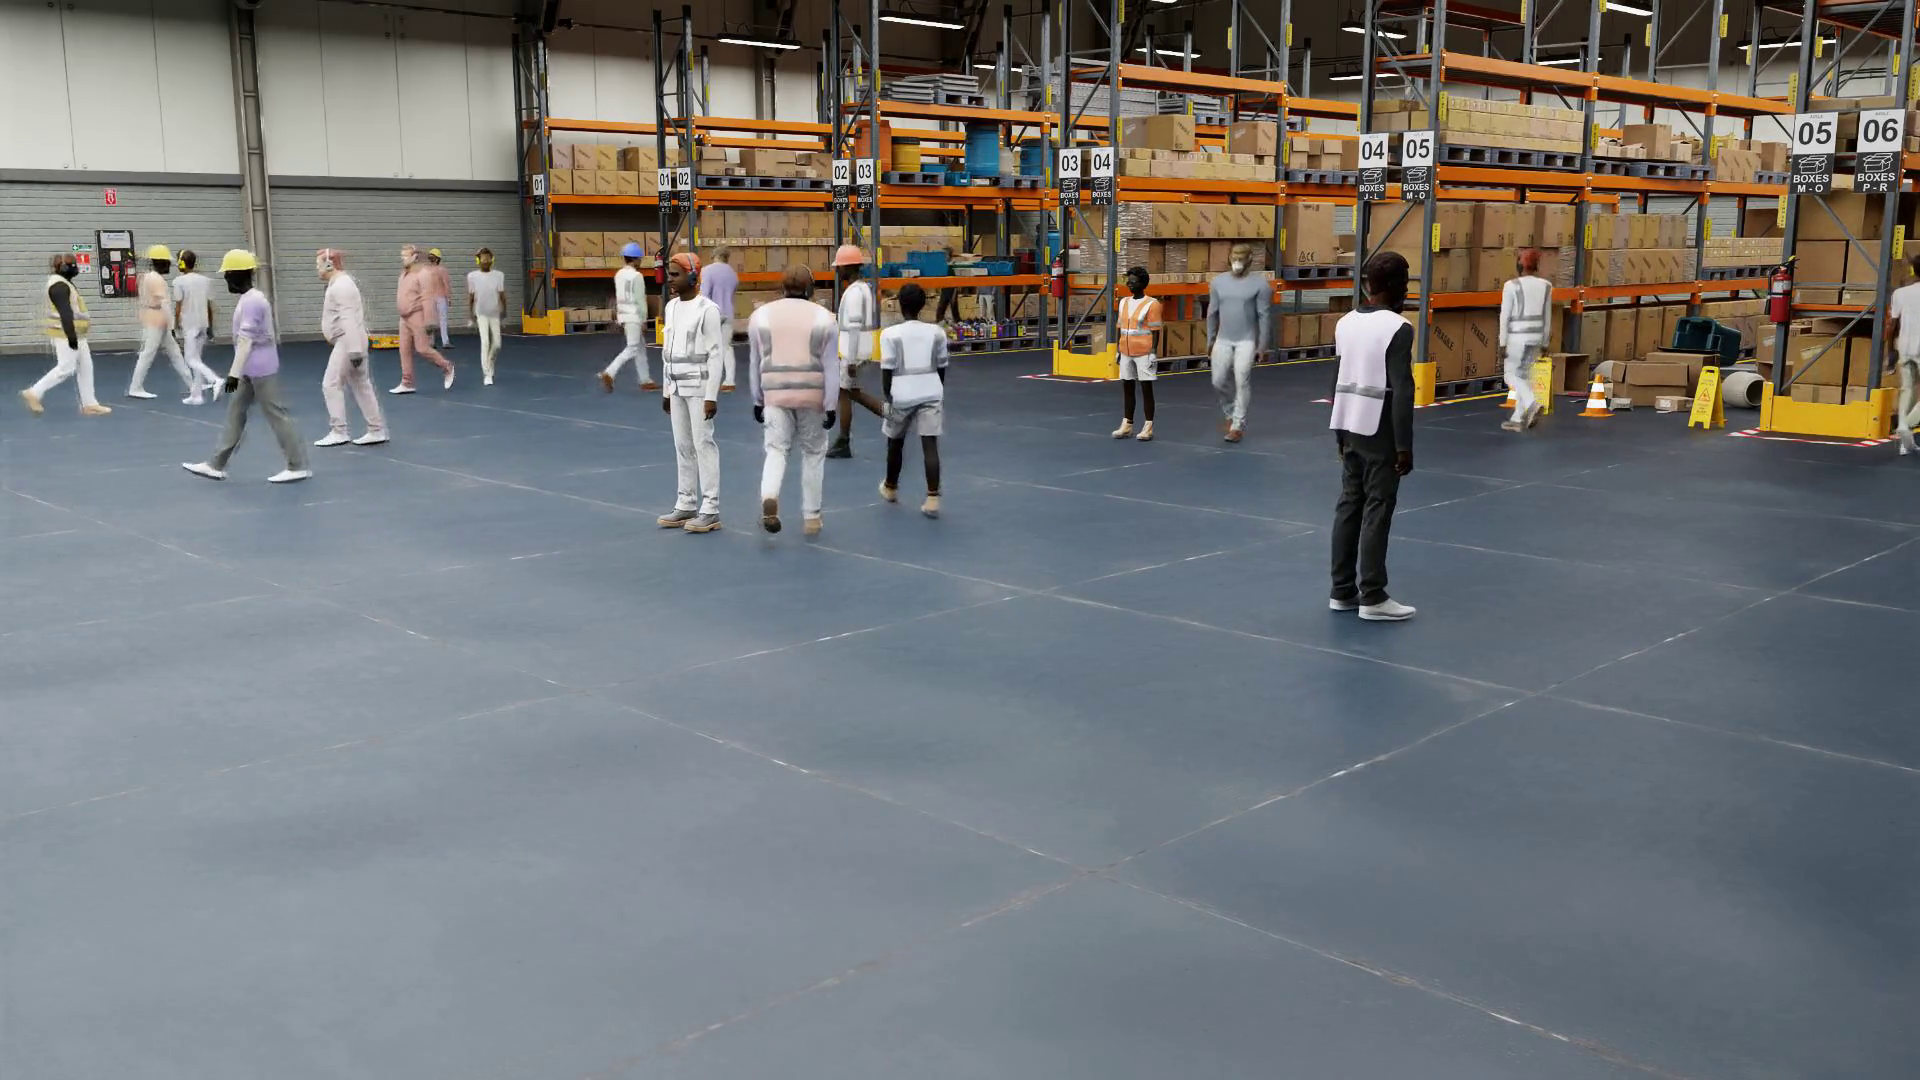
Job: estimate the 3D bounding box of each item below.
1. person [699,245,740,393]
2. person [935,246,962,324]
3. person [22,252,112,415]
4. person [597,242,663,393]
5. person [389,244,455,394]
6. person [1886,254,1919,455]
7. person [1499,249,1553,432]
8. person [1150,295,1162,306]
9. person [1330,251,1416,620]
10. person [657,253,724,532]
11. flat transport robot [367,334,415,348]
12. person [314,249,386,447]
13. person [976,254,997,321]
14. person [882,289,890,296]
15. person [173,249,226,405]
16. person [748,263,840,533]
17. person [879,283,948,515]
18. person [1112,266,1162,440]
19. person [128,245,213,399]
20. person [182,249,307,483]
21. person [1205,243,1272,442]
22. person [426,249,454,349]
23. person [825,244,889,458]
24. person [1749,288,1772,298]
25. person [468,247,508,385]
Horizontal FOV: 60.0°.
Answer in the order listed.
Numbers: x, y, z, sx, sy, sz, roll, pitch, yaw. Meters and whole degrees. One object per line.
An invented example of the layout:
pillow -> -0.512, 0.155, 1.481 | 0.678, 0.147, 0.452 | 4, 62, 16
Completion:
person -> -3.138, -2.850, 21.423 | 0.696, 1.876, 0.844 | -9, 13, -39
person -> -0.276, -4.438, 30.280 | 0.537, 1.797, 0.932 | 9, 14, 41
person -> -10.000, -2.285, 18.506 | 0.770, 1.817, 0.626 | -3, 11, -17
person -> -4.211, -2.807, 21.090 | 0.872, 1.917, 0.619 | -7, 13, -35
person -> -6.910, -2.820, 21.219 | 0.662, 1.885, 0.785 | 9, 14, 40
person -> 8.713, -1.691, 15.141 | 0.507, 1.860, 0.538 | -8, 13, -36
person -> 5.785, -2.022, 16.928 | 0.586, 1.869, 0.674 | -3, 11, -17
person -> 3.246, -4.315, 29.074 | 0.684, 2.000, 0.914 | 6, 12, 28
person -> 2.166, -0.550, 8.766 | 0.372, 1.914, 0.597 | -4, 11, -22
person -> -1.846, -1.008, 11.352 | 0.350, 1.882, 0.583 | -10, 15, -44
flat transport robot -> -10.478, -3.596, 29.983 | 0.652, 0.197, 1.431 | -10, 14, -44
person -> -5.887, -1.821, 15.818 | 0.764, 1.868, 0.660 | -3, 11, -16
person -> 0.511, -4.808, 32.754 | 0.278, 1.633, 0.507 | -10, 15, -44
person -> -1.718, -5.731, 37.357 | 0.909, 1.801, 0.580 | -7, 13, -34
person -> -9.024, -2.519, 19.713 | 0.713, 1.848, 0.517 | 5, 11, 24
person -> -1.108, -0.921, 11.070 | 0.627, 1.821, 0.689 | 1, 10, 4
person -> -0.354, -1.033, 12.109 | 0.545, 1.644, 0.890 | -4, 11, -19
person -> 1.744, -1.842, 16.411 | 0.316, 1.696, 0.540 | -10, 15, -44
person -> -9.860, -2.694, 20.584 | 1.008, 1.871, 0.607 | -5, 12, -26
person -> -5.800, -1.381, 13.400 | 0.958, 1.883, 0.592 | -6, 12, -28
person -> 2.700, -1.923, 16.221 | 0.654, 1.927, 0.425 | 5, 12, 26
person -> -9.277, -4.279, 29.525 | 0.522, 1.765, 0.317 | 2, 11, 10
person -> -0.905, -1.701, 15.031 | 0.717, 1.922, 0.560 | 1, 10, 8
person -> 15.362, -4.746, 31.997 | 0.979, 1.784, 0.637 | -4, 11, -20
person -> -6.438, -3.058, 22.643 | 0.518, 1.855, 0.623 | -5, 12, -27
